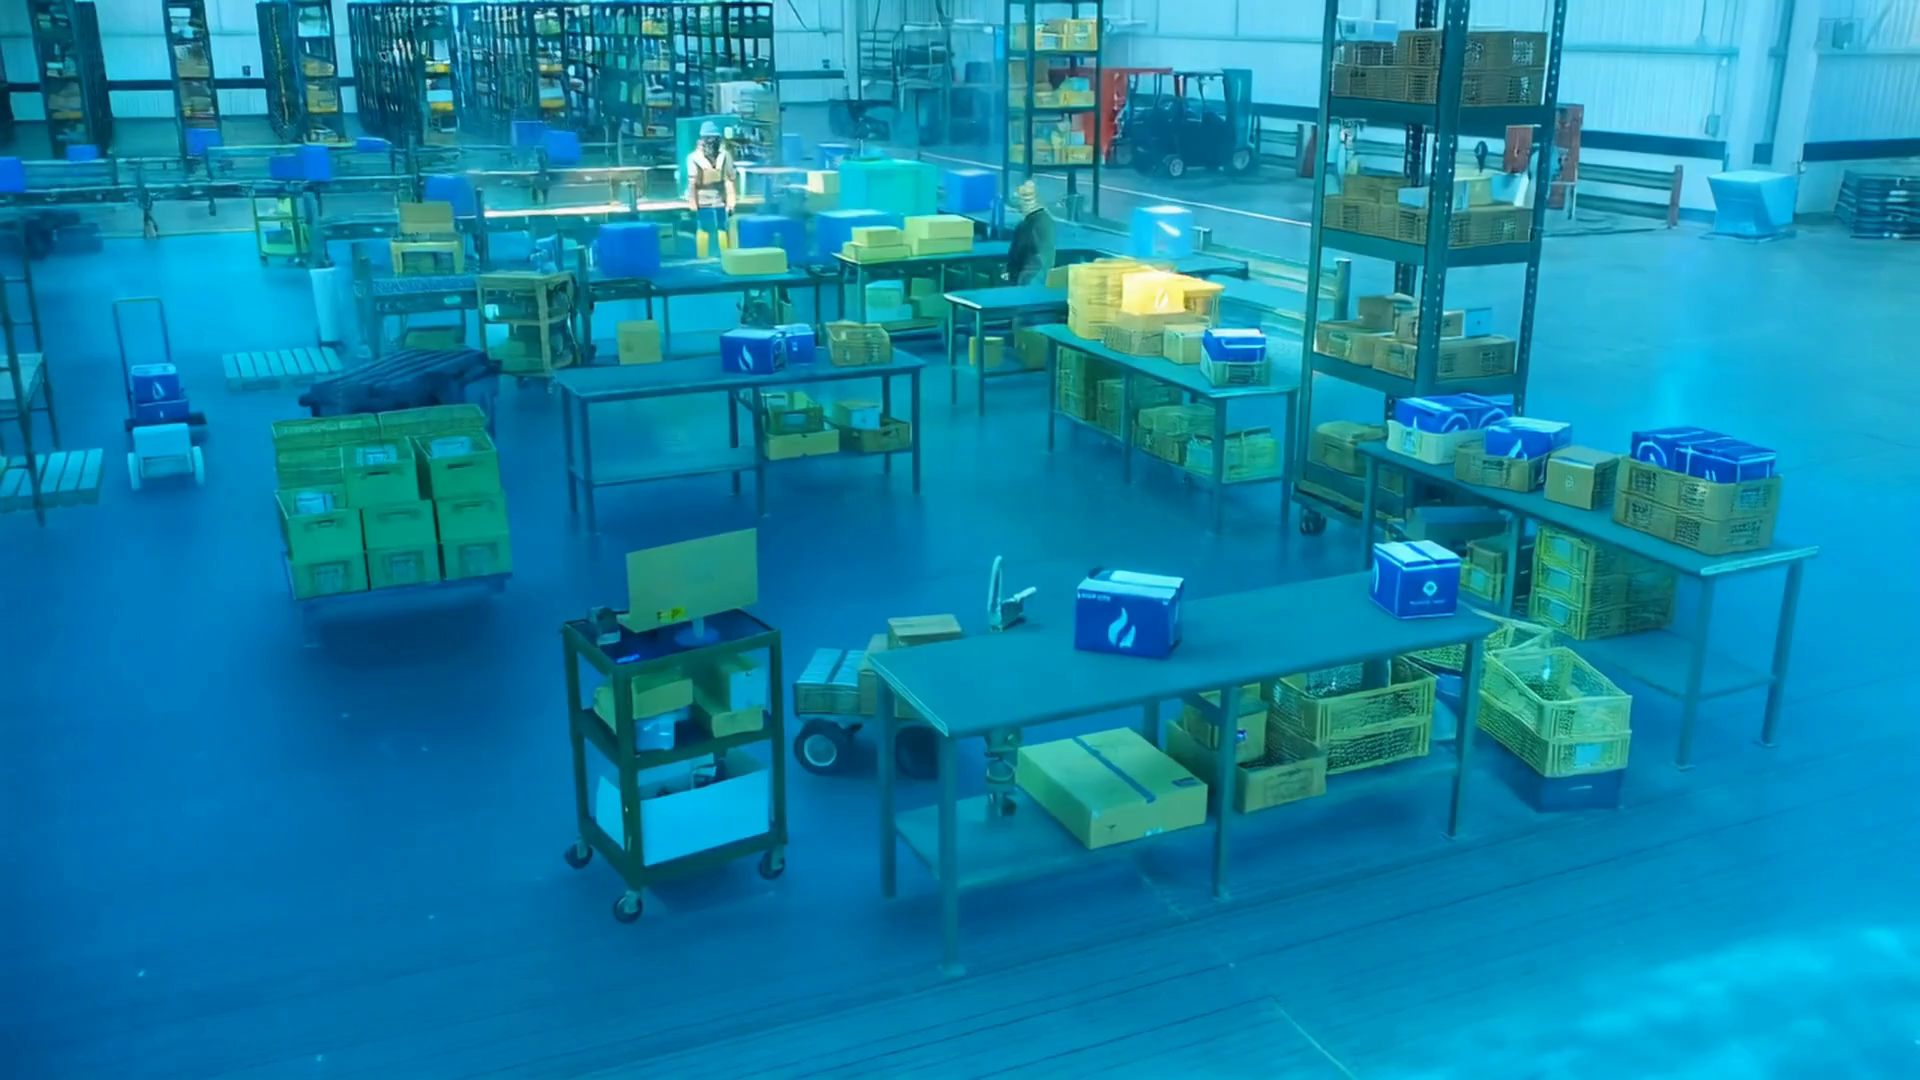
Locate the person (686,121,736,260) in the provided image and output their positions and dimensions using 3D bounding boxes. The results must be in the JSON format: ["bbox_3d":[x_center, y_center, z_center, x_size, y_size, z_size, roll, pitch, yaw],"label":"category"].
[{"bbox_3d":[-3.141,-4.258,21.100,0.610,2.048,0.366,-8,19,-24],"label":"person"}]

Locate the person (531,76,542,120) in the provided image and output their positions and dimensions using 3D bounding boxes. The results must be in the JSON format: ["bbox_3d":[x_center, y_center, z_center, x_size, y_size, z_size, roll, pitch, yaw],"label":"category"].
[{"bbox_3d":[-11.686,-12.068,46.029,0.378,1.844,0.569,-8,19,-23],"label":"person"}]

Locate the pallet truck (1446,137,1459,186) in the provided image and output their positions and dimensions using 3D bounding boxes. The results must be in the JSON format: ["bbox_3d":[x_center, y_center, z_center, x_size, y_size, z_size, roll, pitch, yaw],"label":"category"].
[{"bbox_3d":[9.184,-6.485,29.328,1.630,1.274,0.653,-8,19,-23],"label":"pallet truck"}]

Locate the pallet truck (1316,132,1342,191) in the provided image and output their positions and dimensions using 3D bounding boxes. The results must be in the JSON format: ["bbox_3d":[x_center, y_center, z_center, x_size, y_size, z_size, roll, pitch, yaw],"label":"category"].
[{"bbox_3d":[7.723,-7.504,32.656,1.601,1.201,0.680,-8,19,-23],"label":"pallet truck"}]

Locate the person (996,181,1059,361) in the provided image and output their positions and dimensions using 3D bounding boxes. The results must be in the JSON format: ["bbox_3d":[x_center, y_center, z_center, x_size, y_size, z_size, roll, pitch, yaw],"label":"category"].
[{"bbox_3d":[0.655,-2.463,15.768,1.021,1.853,0.657,-4,18,-14],"label":"person"}]

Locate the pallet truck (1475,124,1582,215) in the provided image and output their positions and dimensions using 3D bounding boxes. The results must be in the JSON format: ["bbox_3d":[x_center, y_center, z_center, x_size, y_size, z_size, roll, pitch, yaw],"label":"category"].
[{"bbox_3d":[9.707,-6.455,28.103,1.885,1.965,0.823,-7,19,-20],"label":"pallet truck"}]

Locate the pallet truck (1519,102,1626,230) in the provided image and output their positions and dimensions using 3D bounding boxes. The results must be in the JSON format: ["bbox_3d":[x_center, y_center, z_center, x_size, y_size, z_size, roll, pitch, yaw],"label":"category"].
[{"bbox_3d":[9.972,-6.037,26.785,1.885,1.965,0.823,-9,20,-25],"label":"pallet truck"}]

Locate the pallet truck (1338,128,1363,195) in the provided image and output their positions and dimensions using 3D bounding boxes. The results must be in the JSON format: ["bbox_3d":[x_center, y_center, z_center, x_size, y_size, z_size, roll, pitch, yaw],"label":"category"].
[{"bbox_3d":[7.845,-7.140,31.411,1.522,1.261,0.704,-9,20,-25],"label":"pallet truck"}]

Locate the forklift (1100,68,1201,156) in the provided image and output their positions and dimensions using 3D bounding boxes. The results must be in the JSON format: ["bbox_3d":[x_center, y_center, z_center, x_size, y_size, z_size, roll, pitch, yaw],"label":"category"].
[{"bbox_3d":[4.082,-9.564,37.410,2.680,1.987,1.157,-8,19,-23],"label":"forklift"}]

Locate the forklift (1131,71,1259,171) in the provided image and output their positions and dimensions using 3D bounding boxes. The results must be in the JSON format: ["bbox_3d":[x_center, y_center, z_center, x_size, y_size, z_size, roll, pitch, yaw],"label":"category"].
[{"bbox_3d":[4.998,-8.936,35.413,2.680,1.987,1.157,-9,20,-25],"label":"forklift"}]
